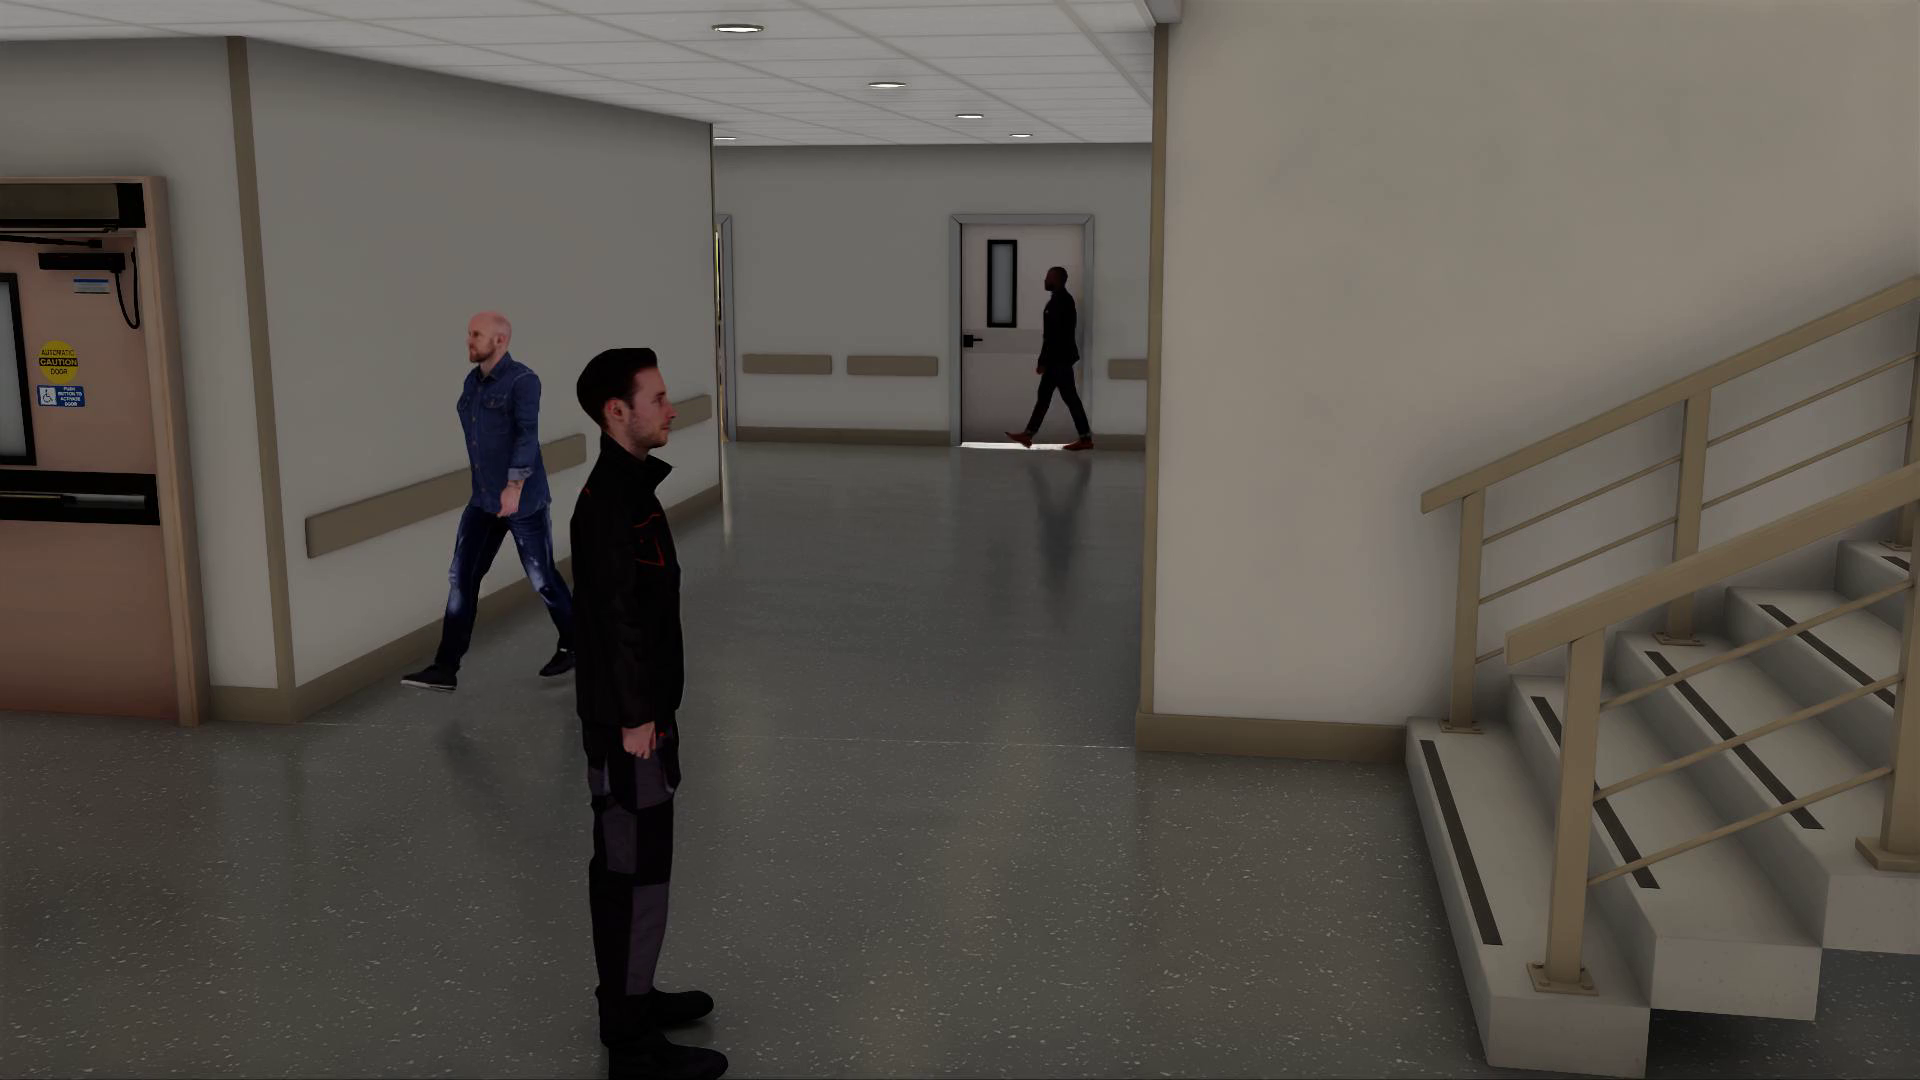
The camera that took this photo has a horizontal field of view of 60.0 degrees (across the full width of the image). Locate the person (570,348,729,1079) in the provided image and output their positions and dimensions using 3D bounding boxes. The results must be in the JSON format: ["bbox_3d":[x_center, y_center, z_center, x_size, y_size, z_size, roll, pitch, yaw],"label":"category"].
[{"bbox_3d":[-0.848,0.449,4.348,0.723,1.916,0.763,-2,11,-11],"label":"person"}]

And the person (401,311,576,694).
[{"bbox_3d":[-2.082,-0.154,7.904,1.224,1.775,1.076,7,13,32],"label":"person"}]

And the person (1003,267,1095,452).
[{"bbox_3d":[1.054,-1.710,16.112,1.135,1.772,0.768,1,11,6],"label":"person"}]
